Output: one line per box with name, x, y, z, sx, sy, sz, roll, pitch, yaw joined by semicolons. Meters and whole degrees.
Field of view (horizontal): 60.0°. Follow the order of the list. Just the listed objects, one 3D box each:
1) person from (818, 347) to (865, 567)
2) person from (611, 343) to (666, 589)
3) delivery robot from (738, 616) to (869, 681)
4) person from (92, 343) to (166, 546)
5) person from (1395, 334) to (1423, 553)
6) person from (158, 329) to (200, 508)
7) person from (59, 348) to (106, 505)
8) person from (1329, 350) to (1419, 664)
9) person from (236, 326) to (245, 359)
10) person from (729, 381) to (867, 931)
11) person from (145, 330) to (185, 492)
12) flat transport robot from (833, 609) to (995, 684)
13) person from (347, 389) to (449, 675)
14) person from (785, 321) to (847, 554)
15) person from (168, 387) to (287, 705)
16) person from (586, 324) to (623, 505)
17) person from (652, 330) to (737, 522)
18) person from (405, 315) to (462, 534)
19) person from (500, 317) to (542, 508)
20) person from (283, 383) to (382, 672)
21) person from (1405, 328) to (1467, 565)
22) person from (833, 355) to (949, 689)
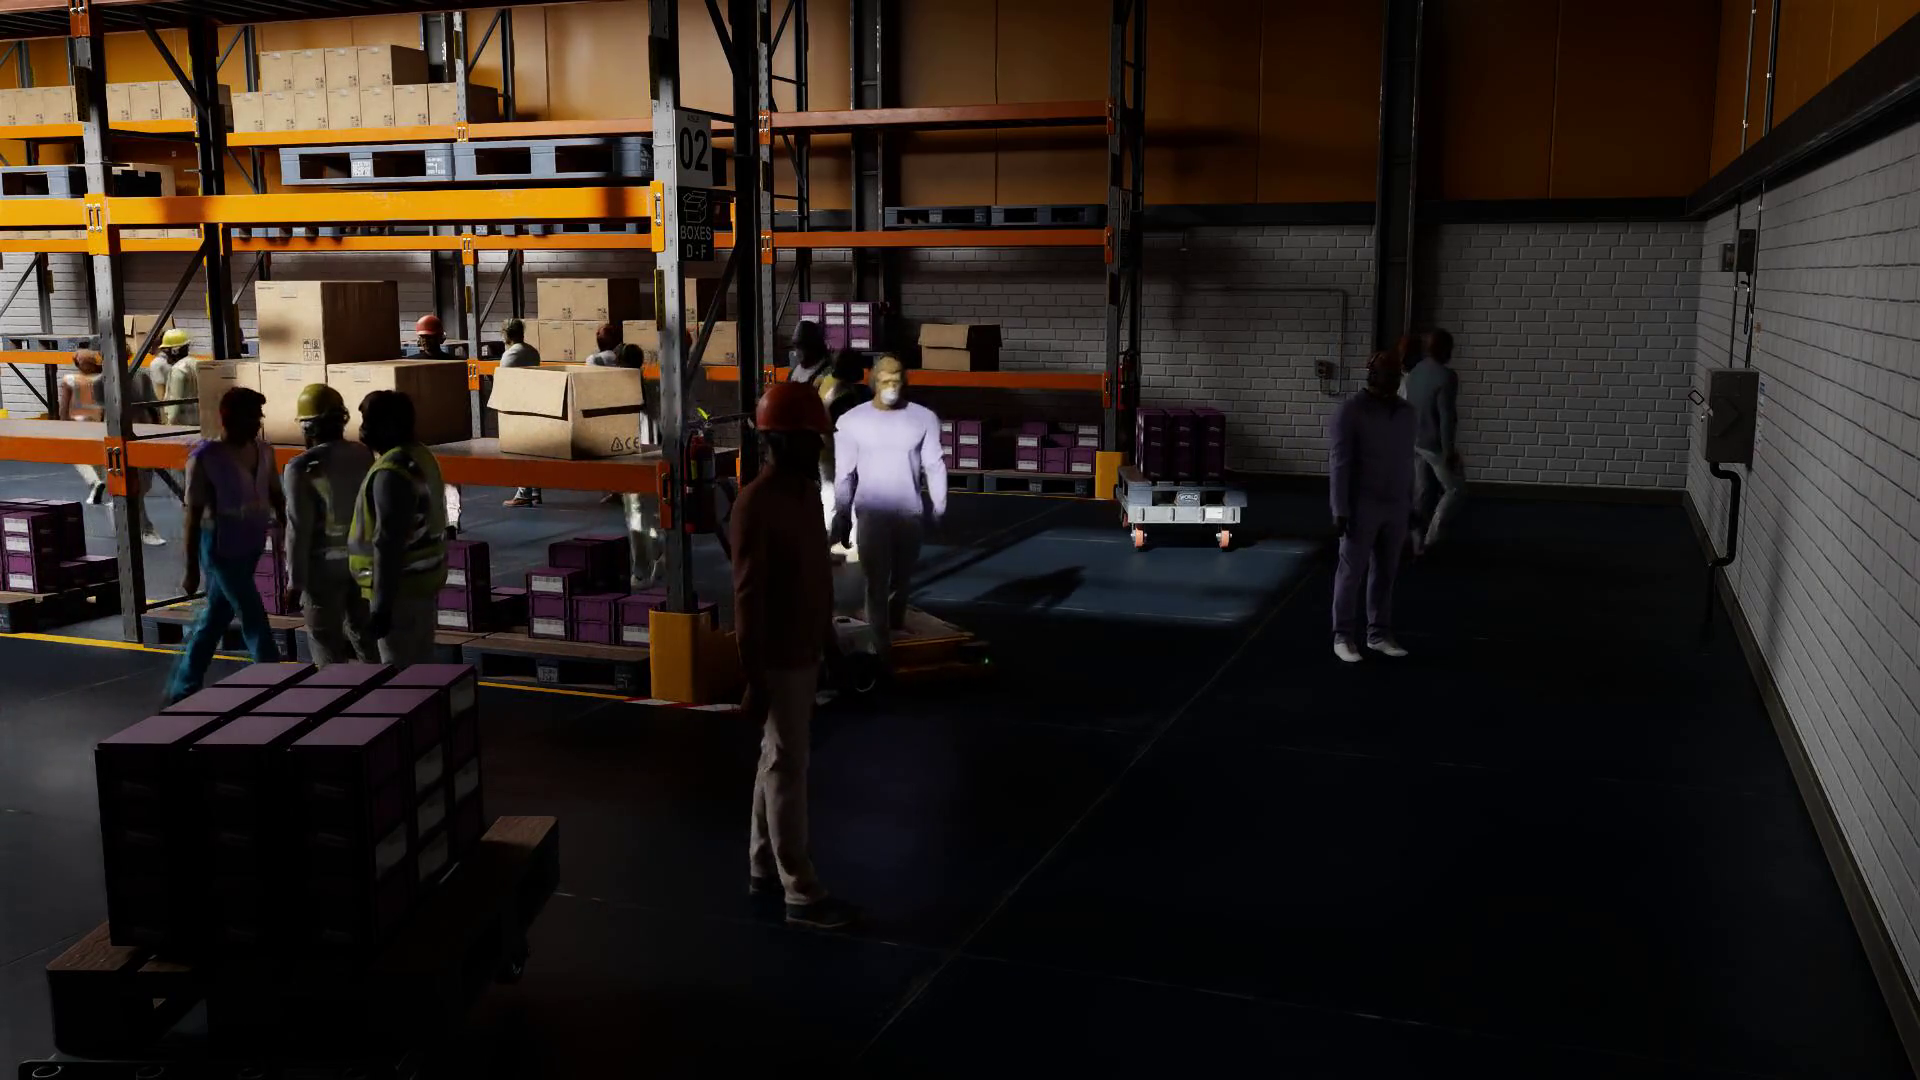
person;-0.908;-0.647;13.328;0.716;1.791;0.694;-1;9;-9
person;-2.436;-0.545;12.449;0.405;1.856;0.556;4;10;24
delivery robot;-0.863;0.579;9.179;0.707;0.478;0.477;-7;11;-36
person;-7.306;-0.870;14.567;0.751;1.836;0.545;5;11;31
person;3.854;-0.833;14.235;0.596;1.866;0.619;8;12;41
person;-7.871;-1.218;16.811;0.493;1.809;0.609;-1;9;-9
person;-8.842;-1.141;16.903;0.575;1.625;0.525;7;12;38
person;2.553;-0.204;10.167;0.652;1.904;0.402;-5;10;-27
person;-6.380;-0.946;14.685;0.603;1.949;0.397;-1;9;-9
person;-0.596;0.412;6.072;0.442;1.995;0.628;2;9;13
person;-8.473;-1.345;17.691;0.996;1.780;0.513;1;9;8
flat transport robot;-0.391;0.613;10.148;0.652;0.197;1.431;-4;10;-25
person;-2.587;0.226;7.668;0.429;1.843;0.624;-1;9;-4
person;-1.229;-0.864;13.881;1.002;2.000;0.688;-9;13;-44
person;-3.812;0.085;8.762;1.021;1.782;0.588;2;9;11
person;-3.573;-1.274;17.032;0.586;1.866;0.398;-7;11;-38
person;-2.479;-1.087;15.829;0.960;1.884;0.555;4;10;25
person;-4.768;-1.035;15.101;0.611;1.996;0.379;0;9;-3
person;-4.471;-1.292;16.911;0.370;1.934;0.627;2;9;11
person;-3.099;0.143;8.270;0.437;1.834;0.603;5;10;29
person;3.850;-0.742;13.456;0.463;1.928;0.661;-3;10;-18
person;-0.397;-0.114;9.647;0.653;1.906;0.886;-2;9;-12
